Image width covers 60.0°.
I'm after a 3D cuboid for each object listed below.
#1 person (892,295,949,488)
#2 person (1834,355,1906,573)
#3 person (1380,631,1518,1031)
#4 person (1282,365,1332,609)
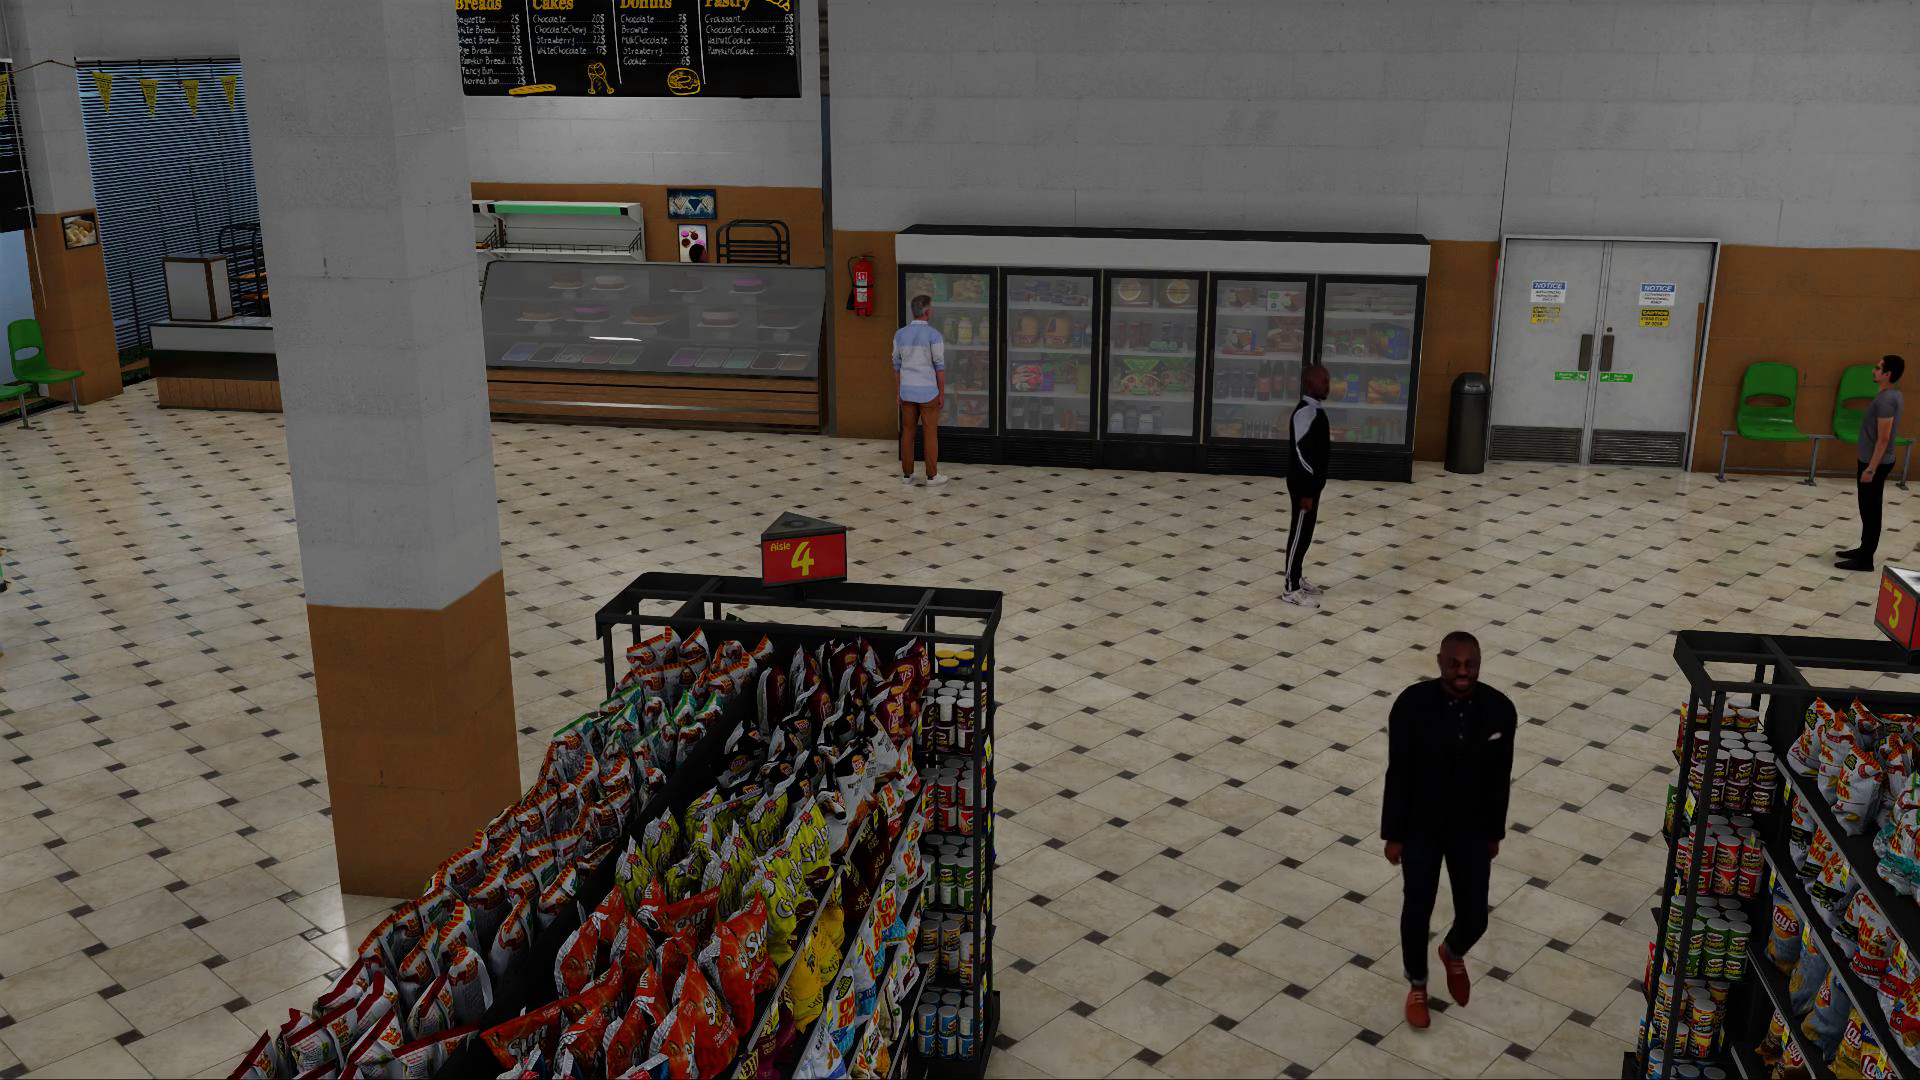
[{"bbox_3d":[-0.384,-1.434,15.940,0.740,1.825,0.647,7,18,23],"label":"person"},{"bbox_3d":[7.395,-0.633,13.425,0.747,1.754,0.601,10,19,29],"label":"person"},{"bbox_3d":[2.096,1.223,7.217,0.675,1.810,0.675,3,17,10],"label":"person"},{"bbox_3d":[2.619,-0.437,12.651,0.752,1.829,0.552,6,18,19],"label":"person"}]
